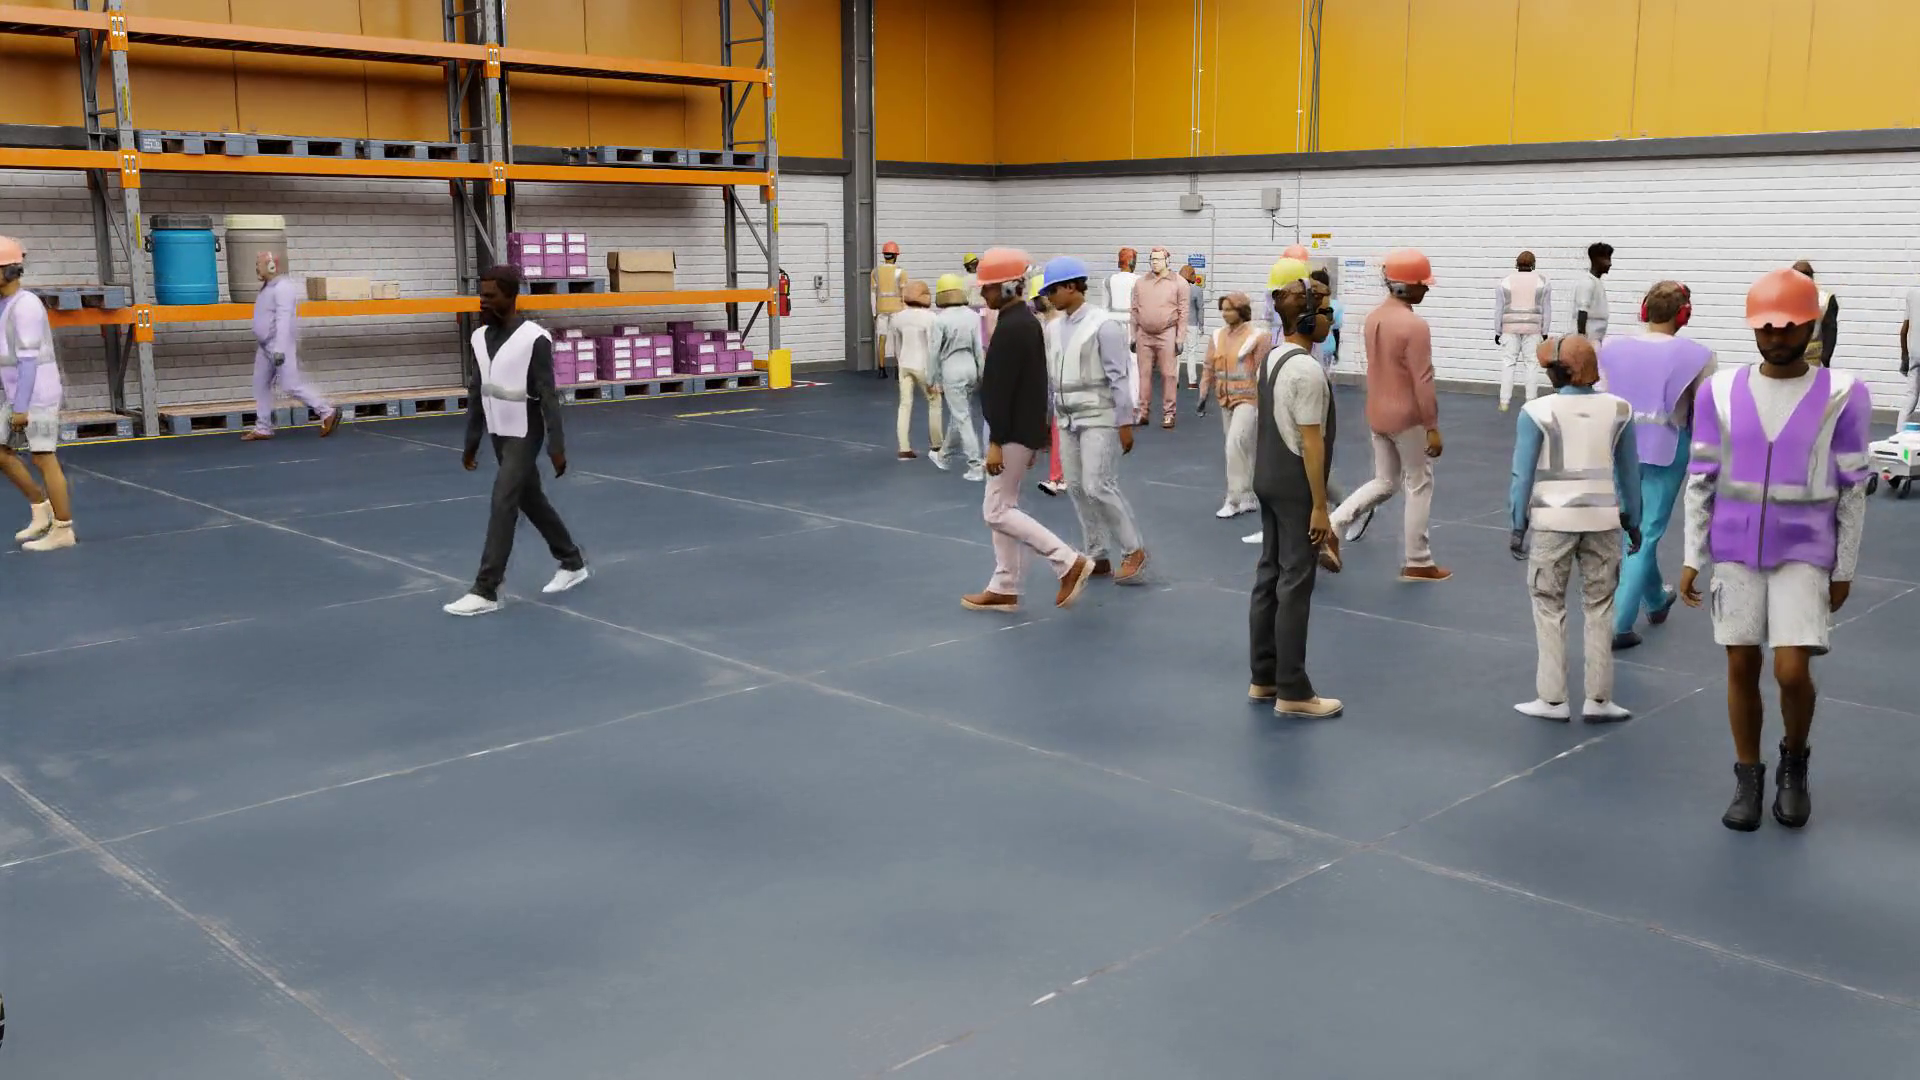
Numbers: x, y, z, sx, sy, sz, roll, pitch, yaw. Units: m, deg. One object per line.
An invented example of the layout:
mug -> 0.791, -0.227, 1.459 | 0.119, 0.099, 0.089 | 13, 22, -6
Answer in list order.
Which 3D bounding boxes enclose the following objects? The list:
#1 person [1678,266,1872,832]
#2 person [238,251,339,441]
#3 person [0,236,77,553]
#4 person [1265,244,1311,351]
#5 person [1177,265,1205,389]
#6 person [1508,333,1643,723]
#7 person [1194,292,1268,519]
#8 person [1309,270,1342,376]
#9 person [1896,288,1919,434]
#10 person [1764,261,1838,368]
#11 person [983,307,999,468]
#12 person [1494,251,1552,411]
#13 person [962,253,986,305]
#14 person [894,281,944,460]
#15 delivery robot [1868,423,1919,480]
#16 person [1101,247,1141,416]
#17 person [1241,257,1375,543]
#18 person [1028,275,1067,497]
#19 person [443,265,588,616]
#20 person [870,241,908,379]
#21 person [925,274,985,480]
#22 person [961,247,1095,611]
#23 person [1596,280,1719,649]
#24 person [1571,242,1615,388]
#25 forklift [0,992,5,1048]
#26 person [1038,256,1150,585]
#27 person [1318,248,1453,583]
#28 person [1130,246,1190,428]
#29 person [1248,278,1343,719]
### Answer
person -> 2.720, 0.048, 5.613 | 0.544, 1.919, 0.407 | 8, 13, 36
person -> -6.696, -1.918, 16.459 | 0.870, 1.875, 0.642 | -10, 14, -42
person -> -5.945, -0.905, 10.569 | 0.524, 2.017, 0.618 | -10, 14, -43
person -> 3.147, -1.823, 15.767 | 0.359, 1.938, 0.545 | -10, 14, -44
person -> 2.979, -2.806, 21.957 | 0.507, 1.632, 0.272 | 5, 11, 25
person -> 2.563, -0.044, 6.929 | 0.573, 1.624, 0.358 | -1, 10, -5
person -> 1.941, -0.960, 11.940 | 0.677, 1.614, 0.510 | -7, 13, -34
person -> 3.773, -1.994, 17.456 | 0.538, 1.668, 0.800 | -3, 11, -16
person -> 8.555, -1.592, 14.712 | 0.309, 1.863, 0.535 | -3, 11, -17
person -> 7.837, -1.706, 15.572 | 0.622, 1.786, 0.991 | 6, 12, 28
person -> 0.384, -1.491, 14.424 | 0.314, 1.767, 0.534 | 4, 11, 22
person -> 6.481, -2.402, 19.186 | 0.626, 1.844, 0.429 | 4, 11, 19
person -> 0.183, -3.407, 24.898 | 0.326, 1.760, 0.524 | 9, 14, 40
person -> -0.334, -1.542, 15.111 | 0.524, 1.603, 0.721 | 8, 13, 36
delivery robot -> 7.446, -0.674, 13.020 | 0.707, 0.478, 0.477 | -6, 12, -31
person -> 1.869, -2.337, 18.710 | 0.573, 1.887, 0.354 | 6, 12, 30
person -> 2.278, -0.877, 10.758 | 0.764, 1.891, 0.631 | 1, 10, 4
person -> 0.679, -1.197, 12.966 | 0.519, 1.703, 0.904 | 6, 12, 29
person -> -2.438, -0.569, 9.141 | 0.615, 1.870, 1.017 | 9, 14, 40
person -> -0.978, -3.233, 23.465 | 0.552, 1.932, 0.377 | 3, 11, 16
person -> -0.079, -1.364, 13.909 | 0.499, 1.685, 0.905 | -8, 13, -37
person -> 0.350, -0.554, 8.768 | 0.651, 1.969, 0.630 | 2, 11, 12
person -> 3.502, -0.387, 8.314 | 0.973, 1.789, 0.593 | -10, 14, -43
person -> 6.586, -2.121, 17.345 | 0.417, 1.952, 0.640 | 6, 12, 31
forklift -> -3.245, 0.323, 3.363 | 2.313, 2.155, 1.214 | 2, 11, 13
person -> 0.732, -0.690, 9.691 | 0.500, 1.902, 0.662 | -7, 13, -34
person -> 2.495, -0.697, 9.594 | 0.806, 1.954, 0.638 | -3, 11, -16
person -> 2.082, -2.135, 17.551 | 0.643, 1.909, 0.410 | 5, 12, 26
person -> 1.416, -0.174, 7.025 | 0.344, 1.847, 0.504 | -3, 11, -14
